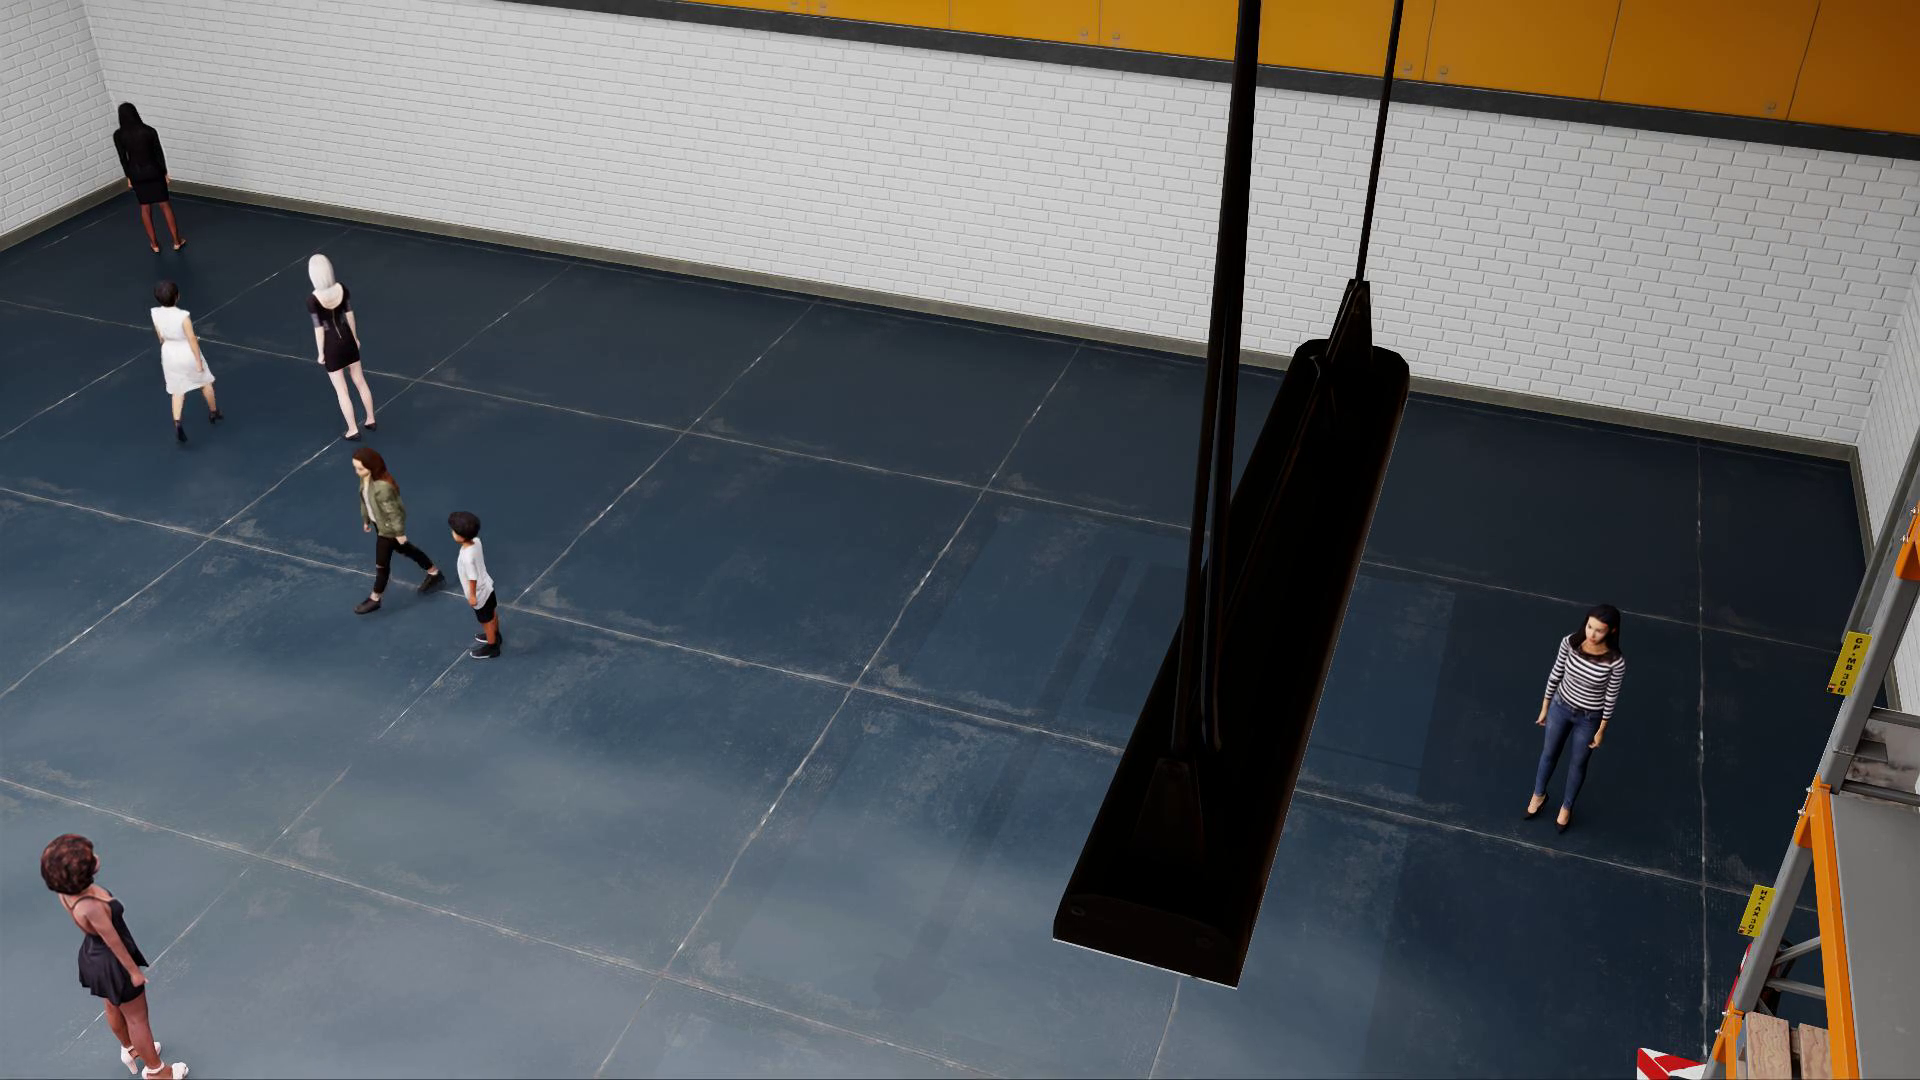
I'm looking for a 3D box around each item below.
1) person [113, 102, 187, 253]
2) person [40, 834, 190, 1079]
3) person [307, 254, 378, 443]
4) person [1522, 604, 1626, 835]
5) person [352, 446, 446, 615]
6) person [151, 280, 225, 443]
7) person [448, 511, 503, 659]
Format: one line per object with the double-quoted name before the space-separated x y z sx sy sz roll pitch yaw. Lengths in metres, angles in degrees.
"person" -9.202 -4.114 18.811 0.679 1.722 0.719 -10 35 -14
"person" -4.635 2.314 9.079 0.615 1.790 0.624 23 40 31
"person" -5.664 -1.754 15.164 0.702 1.829 0.537 22 39 29
"person" 4.006 1.155 10.815 0.631 1.797 0.583 24 40 31
"person" -4.431 -0.134 13.081 1.083 1.437 0.930 -23 40 -31
"person" -7.152 -1.617 15.226 0.767 1.531 1.031 0 34 1
"person" -3.636 0.325 12.553 0.615 1.257 0.513 -1 34 -2
